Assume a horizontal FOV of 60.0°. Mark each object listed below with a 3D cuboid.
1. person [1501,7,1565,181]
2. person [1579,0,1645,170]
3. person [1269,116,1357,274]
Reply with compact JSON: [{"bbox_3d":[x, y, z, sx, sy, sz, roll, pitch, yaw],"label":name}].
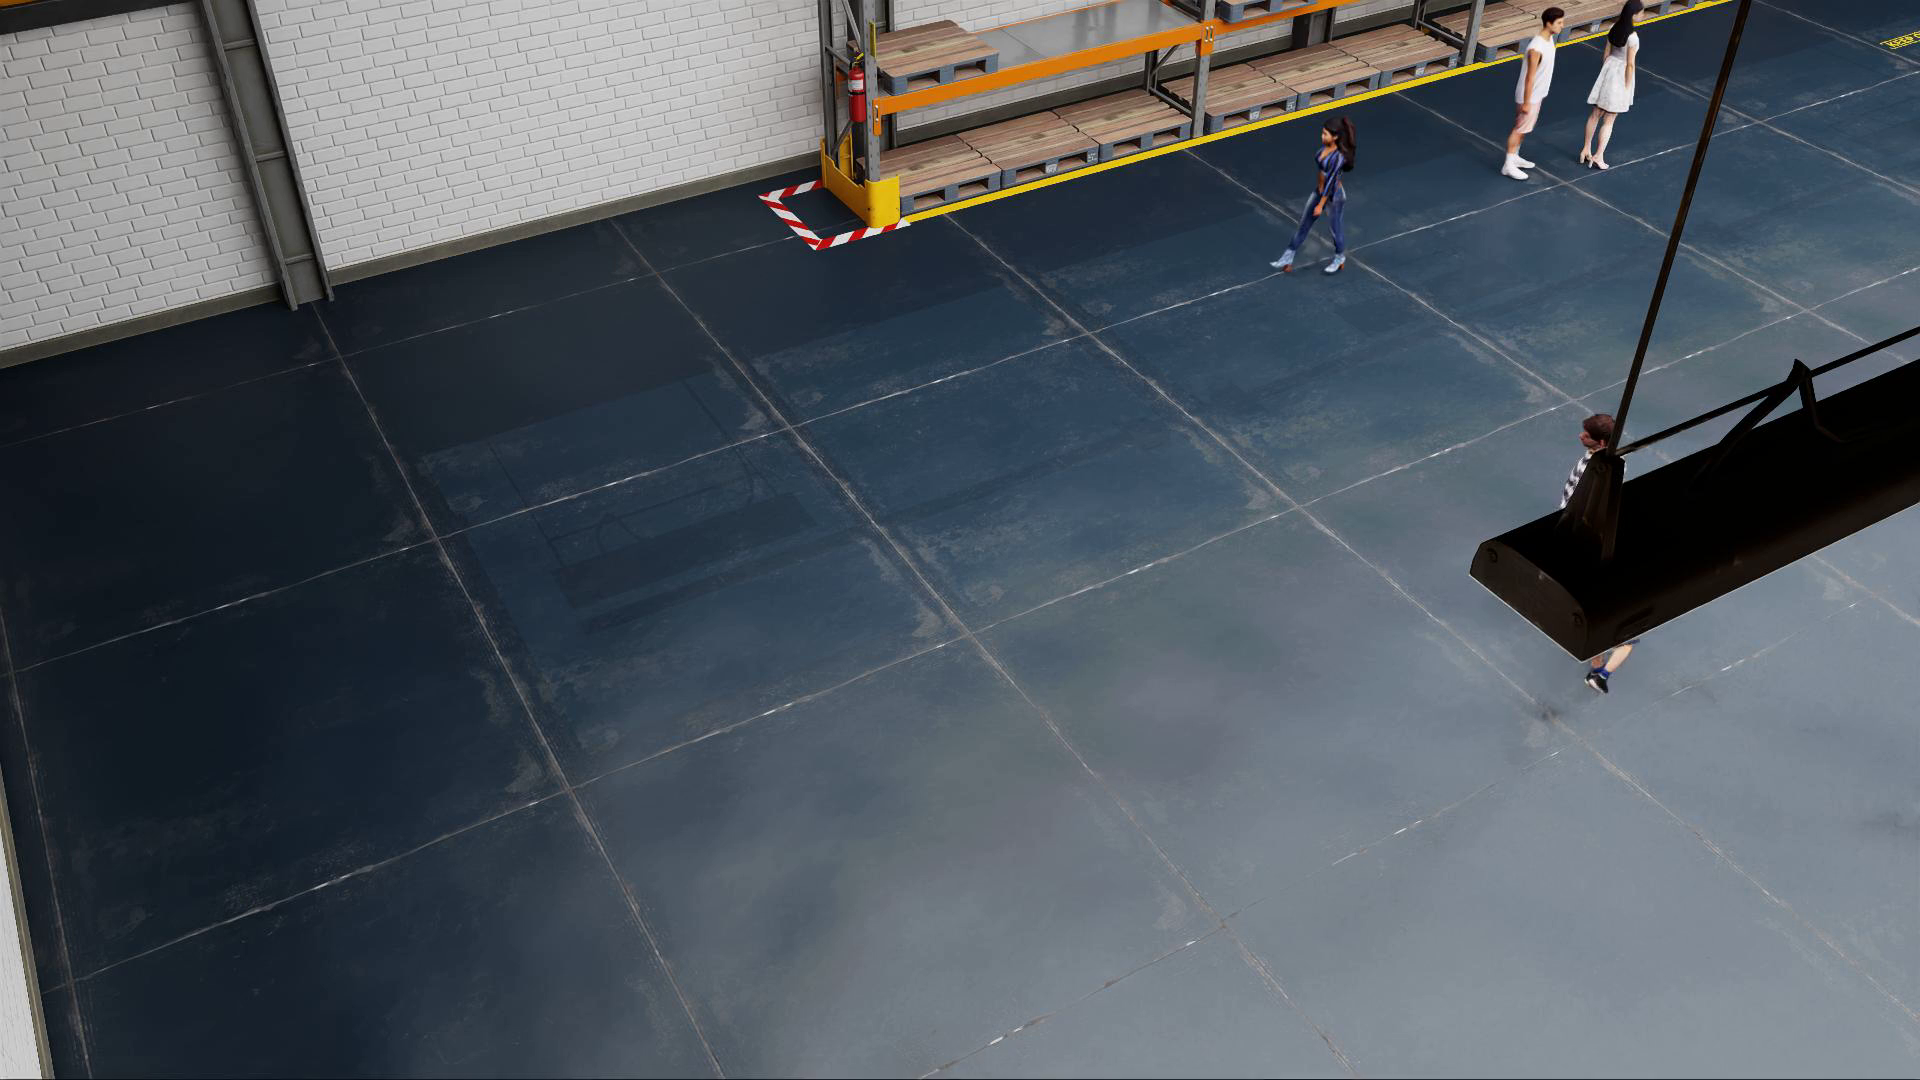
[{"bbox_3d":[5.875,-4.627,17.131,0.784,1.784,0.680,19,42,22],"label":"person"},{"bbox_3d":[6.787,-4.733,17.272,0.694,1.773,0.696,-13,40,-15],"label":"person"},{"bbox_3d":[3.498,-3.168,15.467,1.033,1.582,0.747,-11,40,-14],"label":"person"}]
